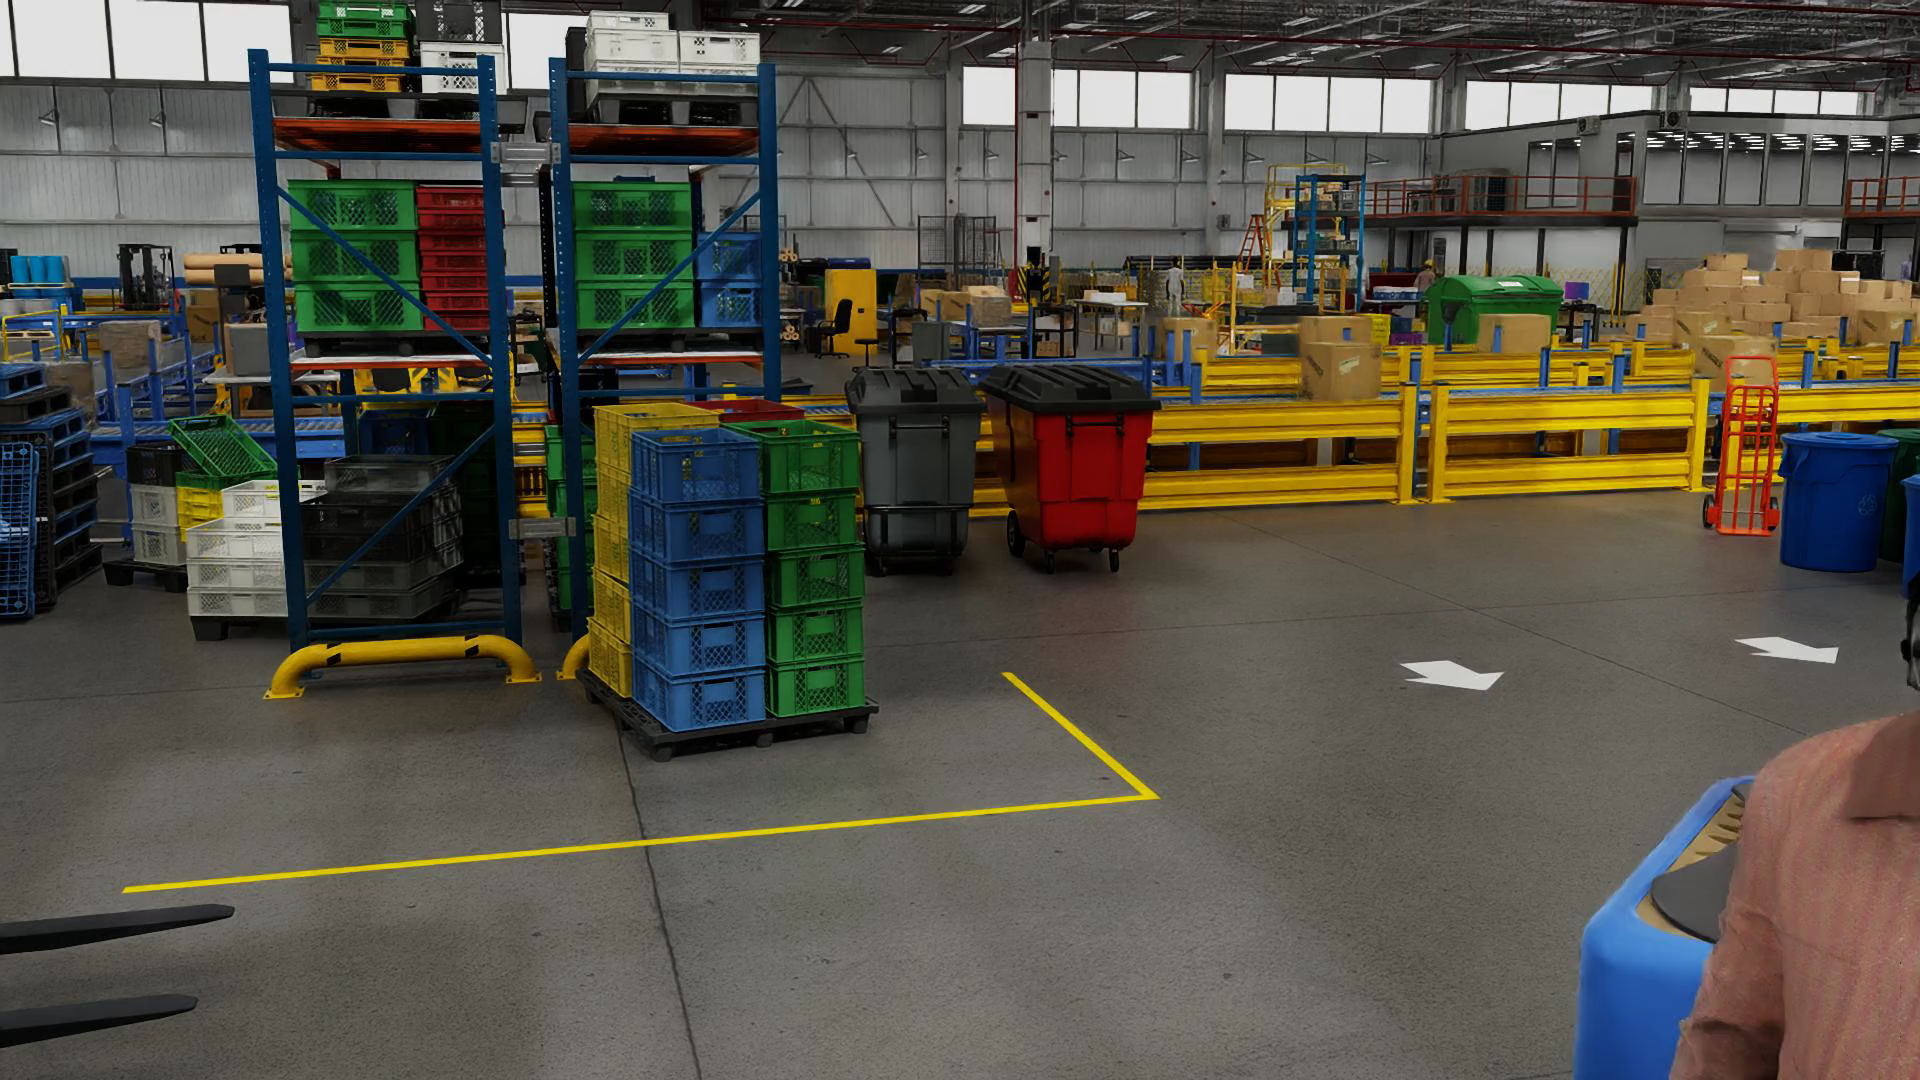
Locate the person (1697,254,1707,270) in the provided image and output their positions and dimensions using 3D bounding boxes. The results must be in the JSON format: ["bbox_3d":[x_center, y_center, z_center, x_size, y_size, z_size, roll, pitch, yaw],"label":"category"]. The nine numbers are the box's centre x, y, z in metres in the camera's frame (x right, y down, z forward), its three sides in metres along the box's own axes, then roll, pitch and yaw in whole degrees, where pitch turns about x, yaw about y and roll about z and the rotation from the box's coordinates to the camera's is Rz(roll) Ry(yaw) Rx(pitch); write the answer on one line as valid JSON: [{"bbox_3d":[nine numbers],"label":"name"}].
[{"bbox_3d":[21.271,-7.200,47.485,0.588,1.912,0.417,-5,11,-28],"label":"person"}]

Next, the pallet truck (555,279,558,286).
[{"bbox_3d":[-10.604,-6.375,44.520,0.653,1.274,1.630,-3,10,-15],"label":"pallet truck"}]

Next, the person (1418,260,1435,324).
[{"bbox_3d":[12.681,-6.723,45.204,0.348,1.756,0.518,-9,14,-42],"label":"person"}]

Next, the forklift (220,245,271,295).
[{"bbox_3d":[-17.749,-6.334,41.440,1.157,1.987,2.680,-3,10,-17],"label":"forklift"}]

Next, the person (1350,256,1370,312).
[{"bbox_3d":[11.420,-7.196,47.559,0.591,1.872,0.576,-2,10,-14],"label":"person"}]

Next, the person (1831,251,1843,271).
[{"bbox_3d":[22.990,-6.647,43.969,0.689,2.000,0.539,9,14,43],"label":"person"}]

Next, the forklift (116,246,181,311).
[{"bbox_3d":[-19.966,-6.232,40.894,1.157,1.987,2.680,-3,10,-15],"label":"forklift"}]

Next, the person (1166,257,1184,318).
[{"bbox_3d":[5.482,-6.264,42.304,0.515,1.865,0.329,6,12,32],"label":"person"}]

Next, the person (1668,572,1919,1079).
[{"bbox_3d":[1.041,0.884,1.775,0.564,1.884,0.656,-5,11,-28],"label":"person"}]
